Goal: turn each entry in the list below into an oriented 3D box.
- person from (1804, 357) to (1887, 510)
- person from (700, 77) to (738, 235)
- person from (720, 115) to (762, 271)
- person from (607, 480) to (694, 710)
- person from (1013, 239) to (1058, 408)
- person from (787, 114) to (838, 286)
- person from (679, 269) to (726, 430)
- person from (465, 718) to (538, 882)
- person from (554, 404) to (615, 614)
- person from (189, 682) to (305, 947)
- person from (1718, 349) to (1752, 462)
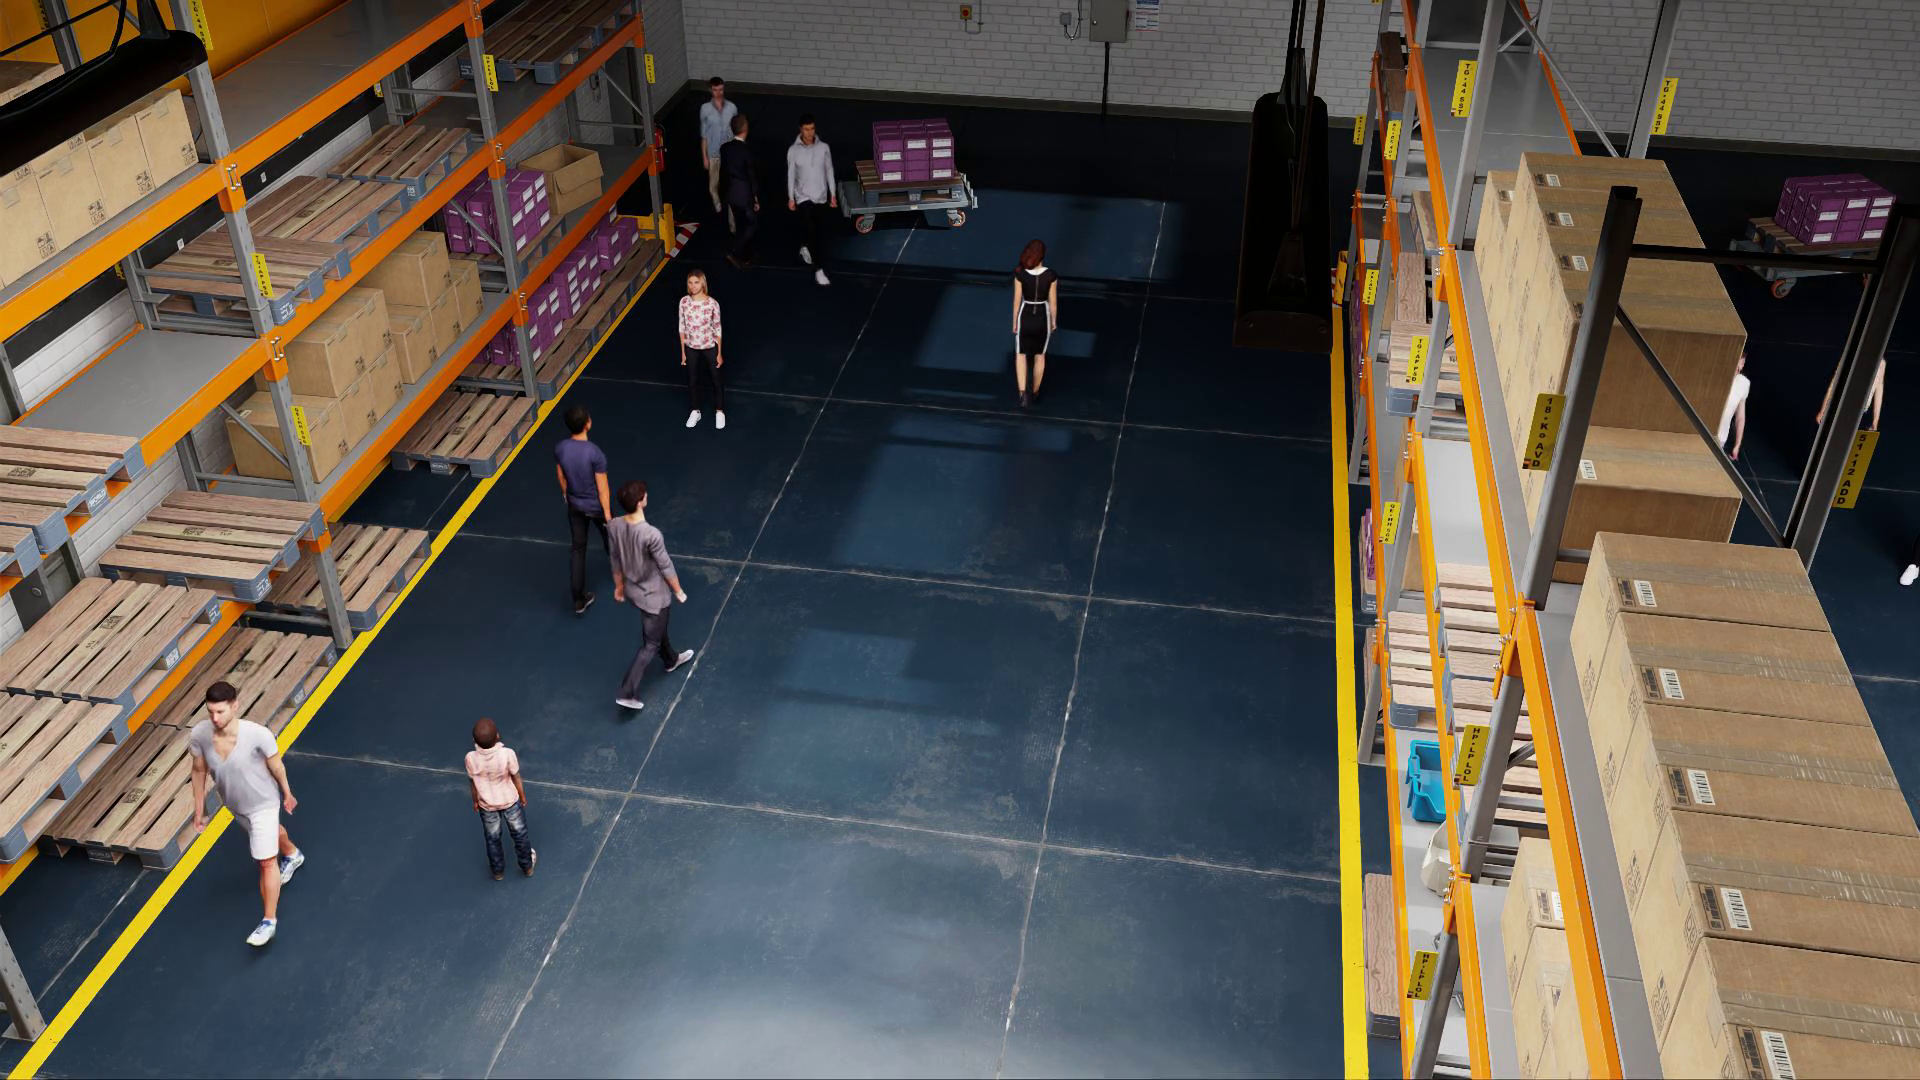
[{"bbox_3d":[7.956,-1.181,15.002,0.740,1.677,1.105,0,34,-1],"label":"person"},{"bbox_3d":[-2.930,-4.725,20.209,1.009,1.815,1.293,-9,35,-13],"label":"person"},{"bbox_3d":[-2.550,-3.945,19.051,0.908,1.798,1.015,20,39,28],"label":"person"},{"bbox_3d":[-2.401,0.432,12.445,1.036,1.821,1.260,24,40,31],"label":"person"},{"bbox_3d":[0.722,-2.062,16.224,0.627,1.792,0.733,2,34,3],"label":"person"},{"bbox_3d":[-1.730,-3.943,18.971,1.153,1.884,1.311,-15,36,-21],"label":"person"},{"bbox_3d":[-2.491,-1.859,16.061,0.585,1.634,0.548,2,34,3],"label":"person"},{"bbox_3d":[-3.050,1.712,10.985,0.549,1.306,0.559,-6,34,-9],"label":"person"},{"bbox_3d":[-3.069,-0.225,13.504,0.743,1.744,1.173,9,35,13],"label":"person"},{"bbox_3d":[-4.527,1.600,10.702,0.718,1.806,1.166,5,34,7],"label":"person"},{"bbox_3d":[6.439,-0.917,14.465,0.768,1.832,0.816,-2,34,-3],"label":"person"}]
